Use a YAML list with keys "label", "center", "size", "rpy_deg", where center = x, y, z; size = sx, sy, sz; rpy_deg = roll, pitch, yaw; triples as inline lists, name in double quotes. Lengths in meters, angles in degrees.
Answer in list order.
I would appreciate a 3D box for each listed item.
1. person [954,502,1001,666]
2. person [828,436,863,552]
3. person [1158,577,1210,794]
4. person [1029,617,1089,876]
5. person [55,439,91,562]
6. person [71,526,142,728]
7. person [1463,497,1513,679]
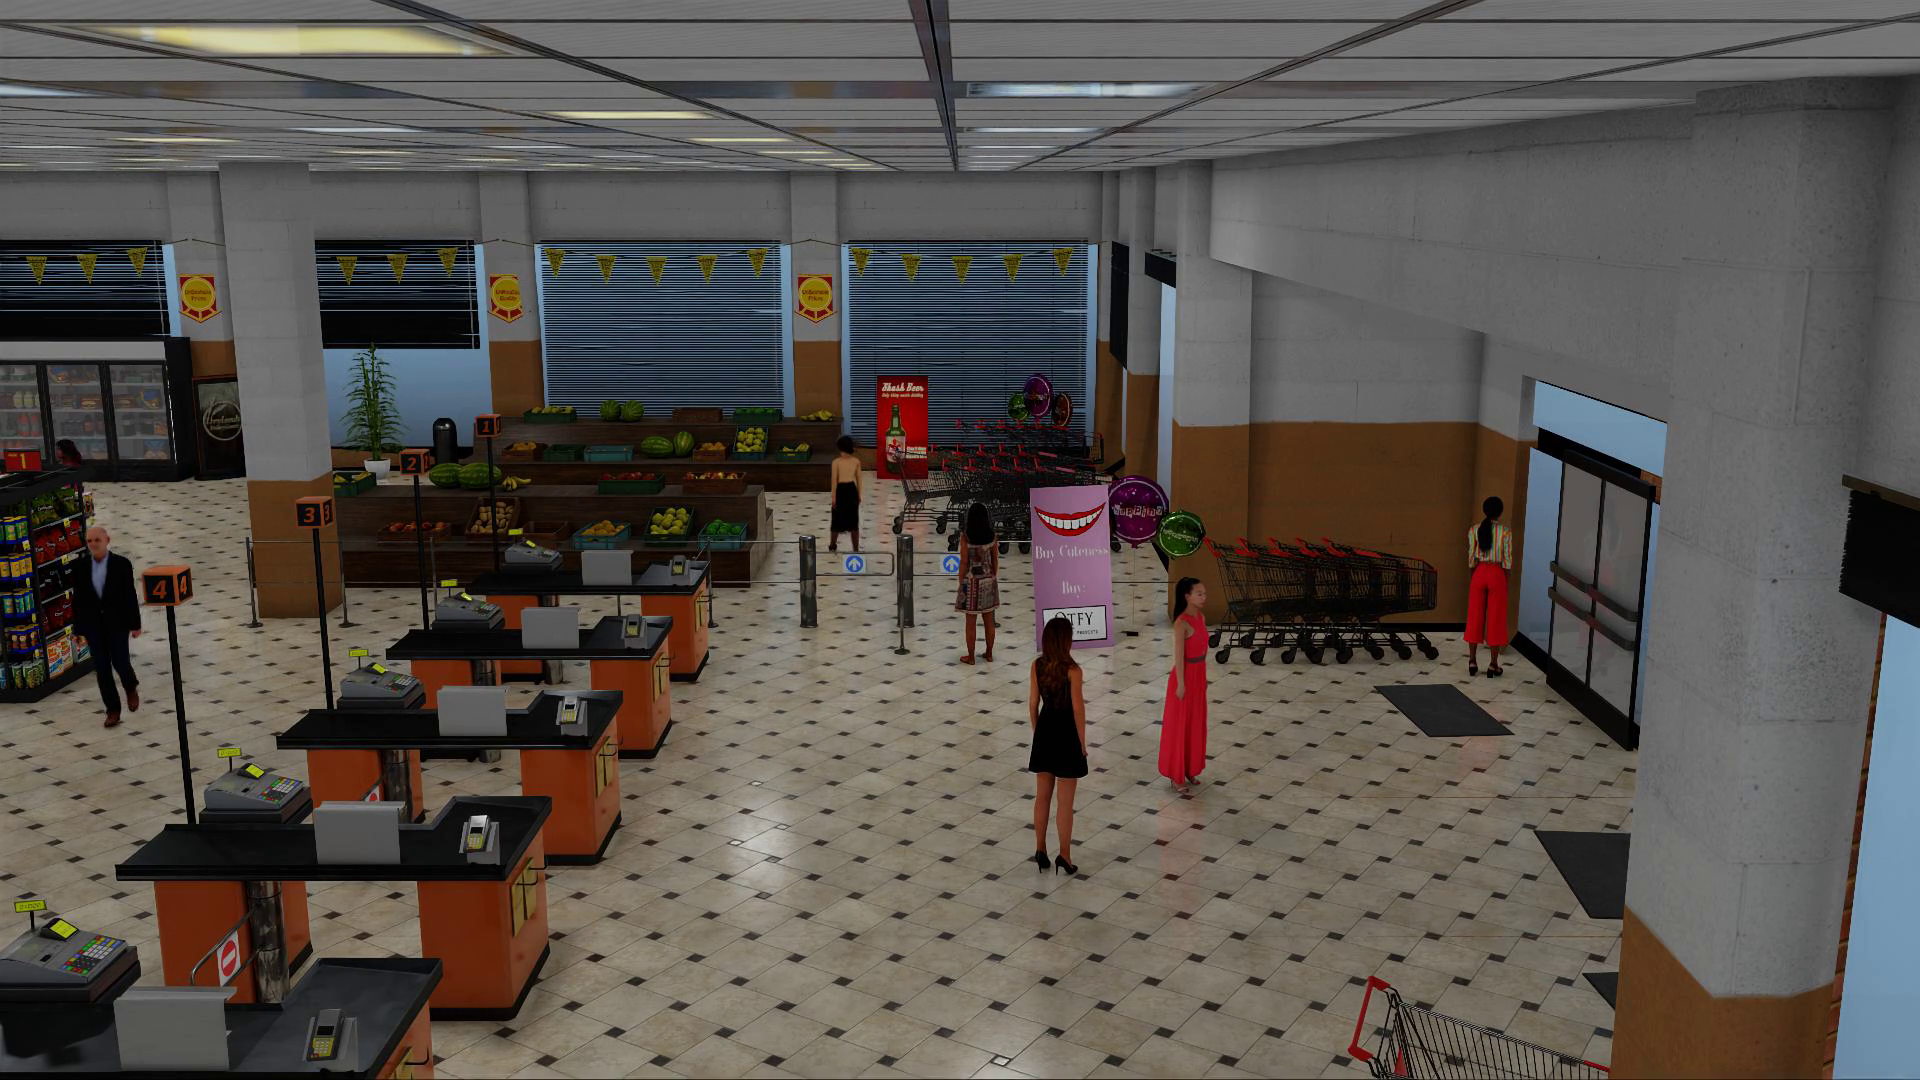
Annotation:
- label: "person"
  center: [0.181, 0.428, 16.746]
  size: [0.641, 1.645, 0.784]
  rpy_deg: [-6, 13, -27]
- label: "person"
  center: [-1.413, -0.477, 21.106]
  size: [1.034, 1.620, 0.935]
  rpy_deg: [-5, 13, -24]
- label: "person"
  center: [1.813, 1.135, 13.194]
  size: [0.750, 1.726, 0.716]
  rpy_deg: [8, 15, 35]
- label: "person"
  center: [0.669, 1.428, 11.540]
  size: [0.632, 1.834, 0.728]
  rpy_deg: [8, 14, 32]
- label: "person"
  center: [-10.885, -0.405, 20.585]
  size: [0.938, 1.694, 0.952]
  rpy_deg: [10, 15, 39]
- label: "person"
  center: [-7.620, 0.749, 14.875]
  size: [0.806, 1.788, 0.848]
  rpy_deg: [-3, 12, -14]
- label: "person"
  center: [5.171, 0.452, 16.272]
  size: [0.632, 1.793, 0.736]
  rpy_deg: [7, 14, 31]
